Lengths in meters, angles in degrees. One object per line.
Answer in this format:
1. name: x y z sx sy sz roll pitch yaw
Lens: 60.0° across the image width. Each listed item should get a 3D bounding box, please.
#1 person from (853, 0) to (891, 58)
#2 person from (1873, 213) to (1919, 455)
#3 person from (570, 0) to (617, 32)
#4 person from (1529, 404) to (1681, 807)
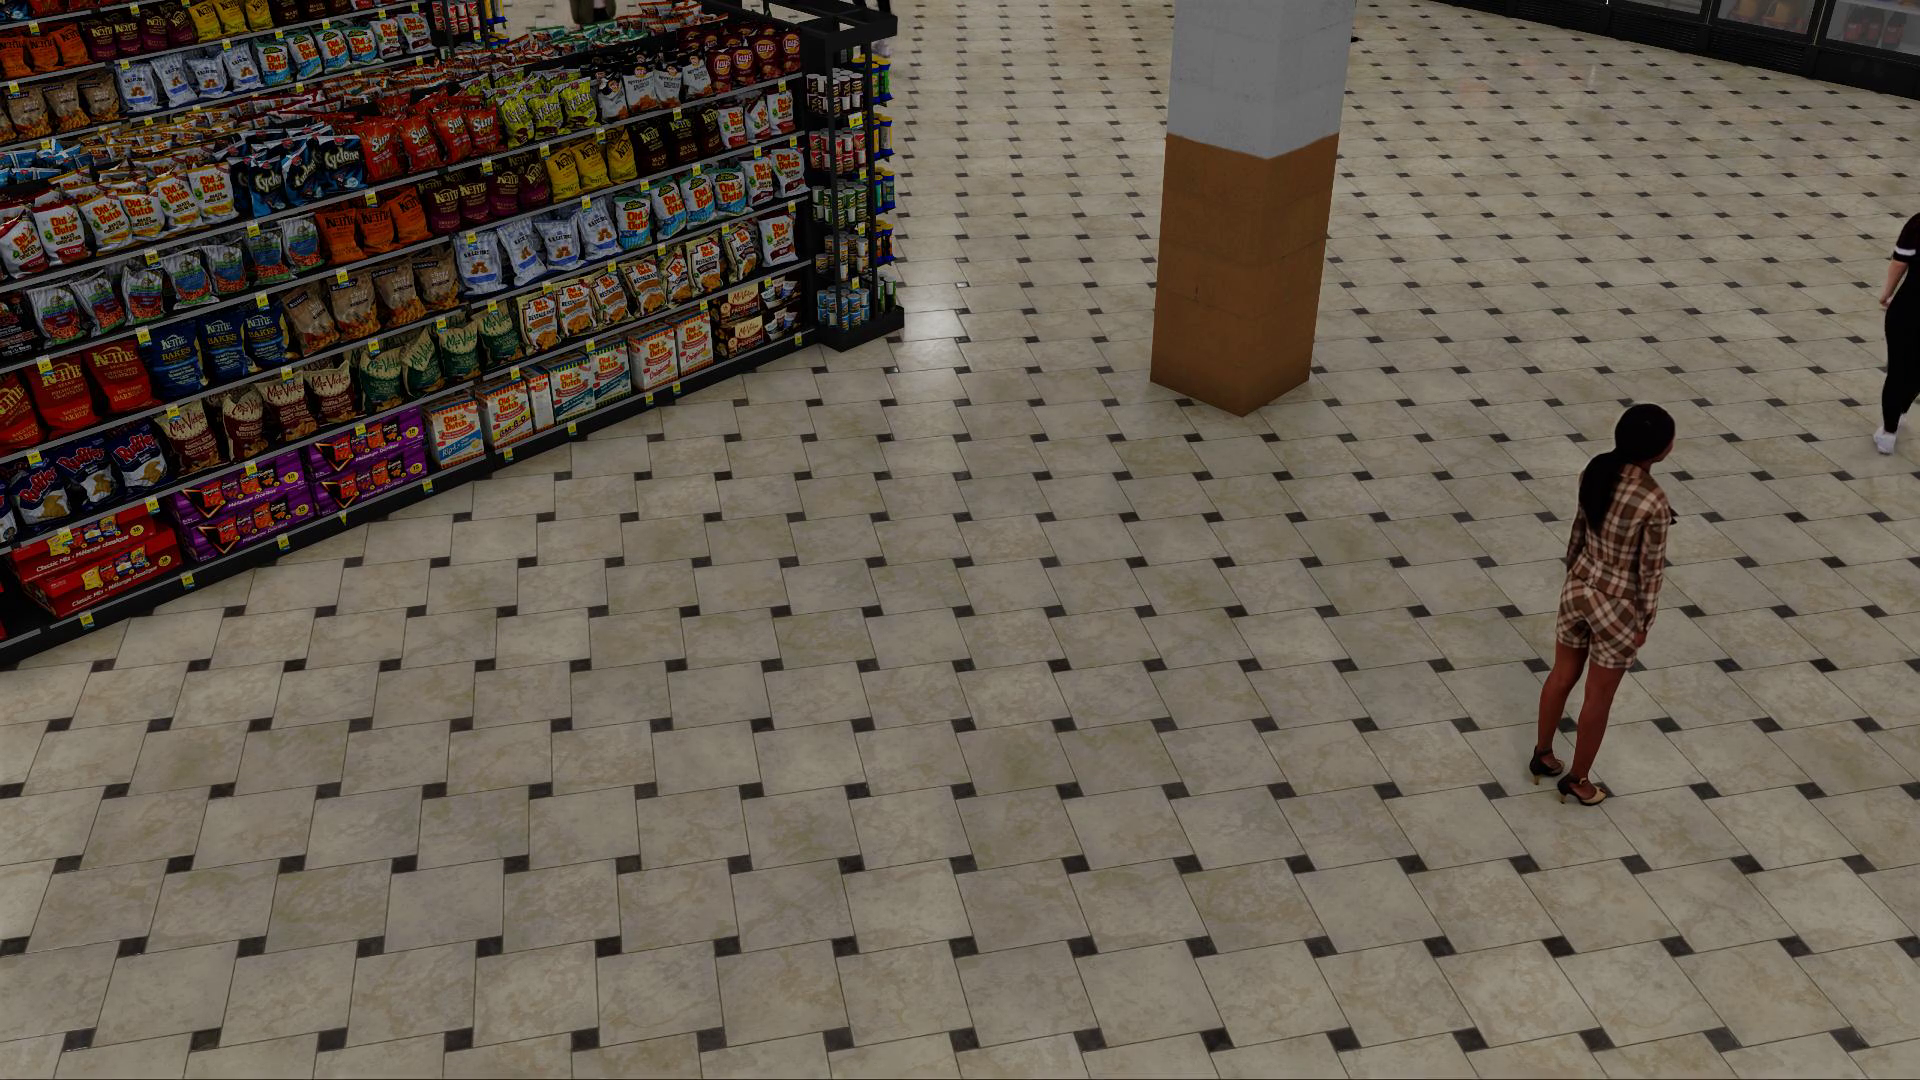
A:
1. person: -0.774 -5.473 15.705 0.713 1.807 0.822 -14 35 -21
2. person: 5.230 -1.213 9.029 0.729 1.627 0.807 13 34 20
3. person: -3.246 -4.603 14.628 0.590 1.468 0.712 -18 36 -26
4. person: 2.499 0.276 6.478 0.651 1.795 0.652 -14 35 -22
